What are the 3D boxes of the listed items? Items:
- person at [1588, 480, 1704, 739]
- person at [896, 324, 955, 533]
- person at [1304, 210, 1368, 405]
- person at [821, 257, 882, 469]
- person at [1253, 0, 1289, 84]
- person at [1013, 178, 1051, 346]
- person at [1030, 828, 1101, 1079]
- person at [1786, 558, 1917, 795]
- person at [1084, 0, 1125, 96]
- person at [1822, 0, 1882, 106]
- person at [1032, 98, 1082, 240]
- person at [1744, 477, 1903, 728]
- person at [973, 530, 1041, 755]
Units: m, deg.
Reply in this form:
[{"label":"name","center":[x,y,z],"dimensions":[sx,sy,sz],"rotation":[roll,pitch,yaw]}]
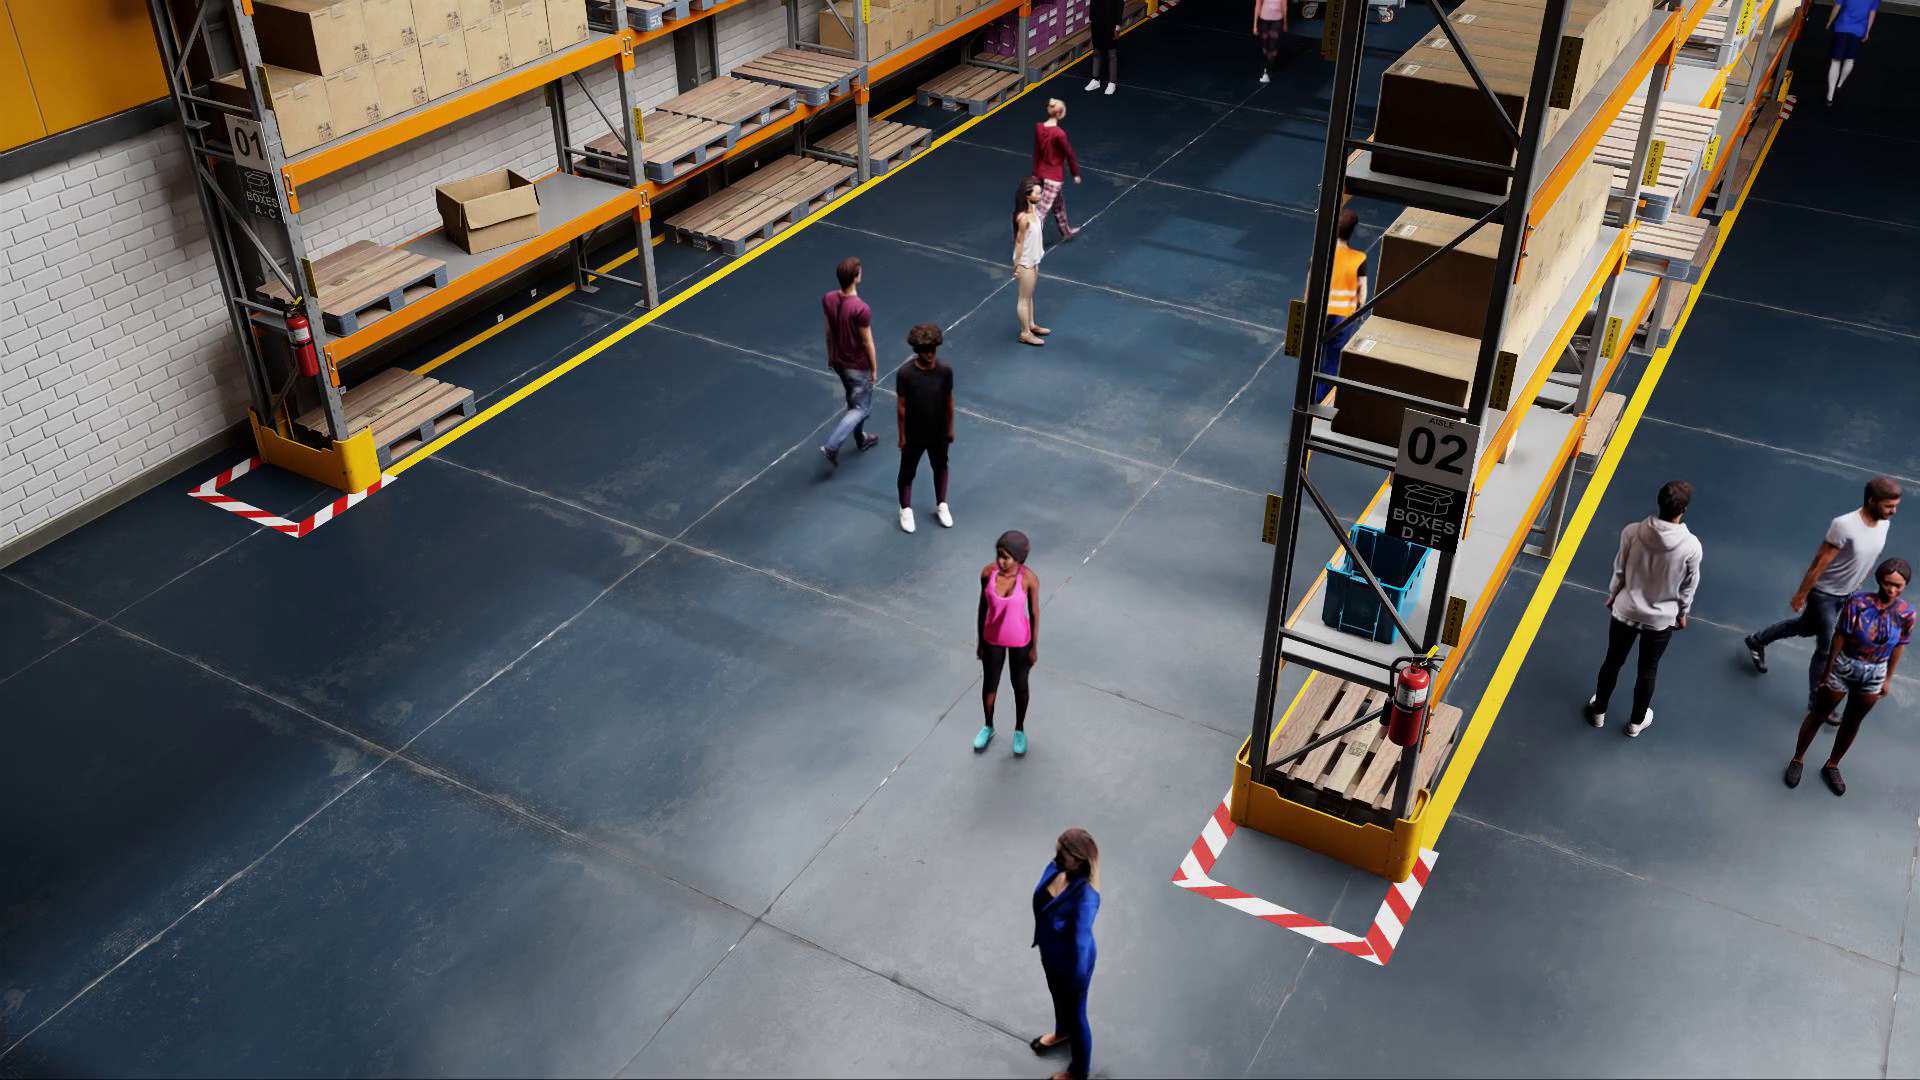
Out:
[{"label":"person","center":[4.508,0.456,10.933],"dimensions":[0.668,1.930,0.587],"rotation":[17,37,24]},{"label":"person","center":[-0.280,-0.905,13.118],"dimensions":[0.707,1.779,0.761],"rotation":[-7,34,-11]},{"label":"person","center":[3.257,-1.930,14.580],"dimensions":[0.710,1.866,0.780],"rotation":[14,36,20]},{"label":"person","center":[-0.960,-1.457,13.904],"dimensions":[0.794,1.827,1.087],"rotation":[25,41,32]},{"label":"person","center":[4.239,-7.026,22.469],"dimensions":[0.624,1.620,0.948],"rotation":[11,35,16]},{"label":"person","center":[0.627,-2.678,15.899],"dimensions":[0.673,1.652,0.609],"rotation":[-6,34,-9]},{"label":"person","center":[0.574,2.139,8.612],"dimensions":[0.756,1.698,0.702],"rotation":[-9,35,-13]},{"label":"person","center":[5.658,0.852,10.507],"dimensions":[0.636,1.742,0.594],"rotation":[9,35,13]},{"label":"person","center":[1.941,-6.832,22.049],"dimensions":[0.635,1.762,0.539],"rotation":[19,38,26]},{"label":"person","center":[11.564,-6.565,21.618],"dimensions":[0.884,1.794,1.168],"rotation":[8,34,11]},{"label":"person","center":[0.907,-3.805,17.596],"dimensions":[1.185,1.650,0.929],"rotation":[-23,40,-31]},{"label":"person","center":[5.803,0.303,11.262],"dimensions":[1.218,1.820,1.140],"rotation":[-15,37,-22]},{"label":"person","center":[0.316,0.643,10.836],"dimensions":[0.615,1.725,0.618],"rotation":[9,35,13]}]
